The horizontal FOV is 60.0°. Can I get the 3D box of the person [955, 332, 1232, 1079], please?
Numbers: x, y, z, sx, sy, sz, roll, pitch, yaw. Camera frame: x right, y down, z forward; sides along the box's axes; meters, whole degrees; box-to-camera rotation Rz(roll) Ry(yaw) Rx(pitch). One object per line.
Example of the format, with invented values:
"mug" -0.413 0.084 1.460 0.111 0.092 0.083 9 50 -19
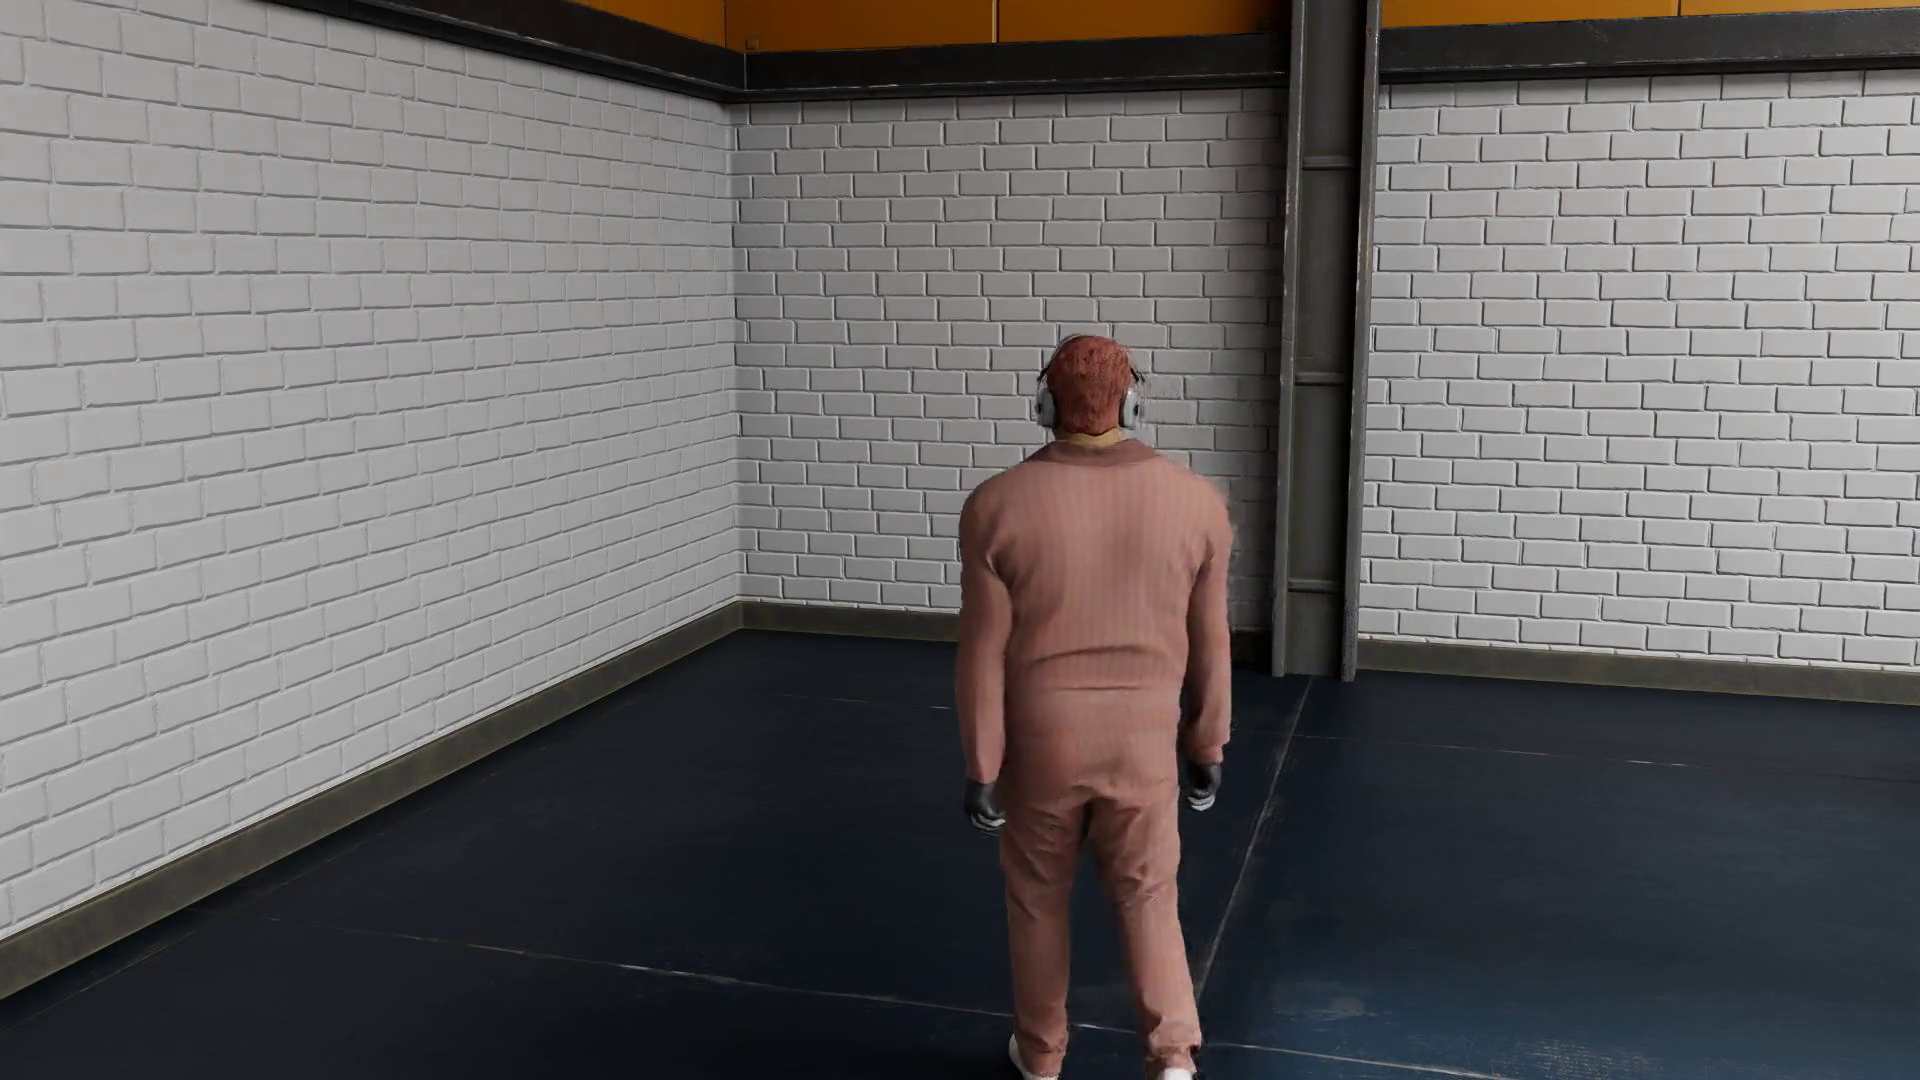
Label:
"person" 0.314 0.470 3.814 0.651 1.883 0.813 -1 9 -9
